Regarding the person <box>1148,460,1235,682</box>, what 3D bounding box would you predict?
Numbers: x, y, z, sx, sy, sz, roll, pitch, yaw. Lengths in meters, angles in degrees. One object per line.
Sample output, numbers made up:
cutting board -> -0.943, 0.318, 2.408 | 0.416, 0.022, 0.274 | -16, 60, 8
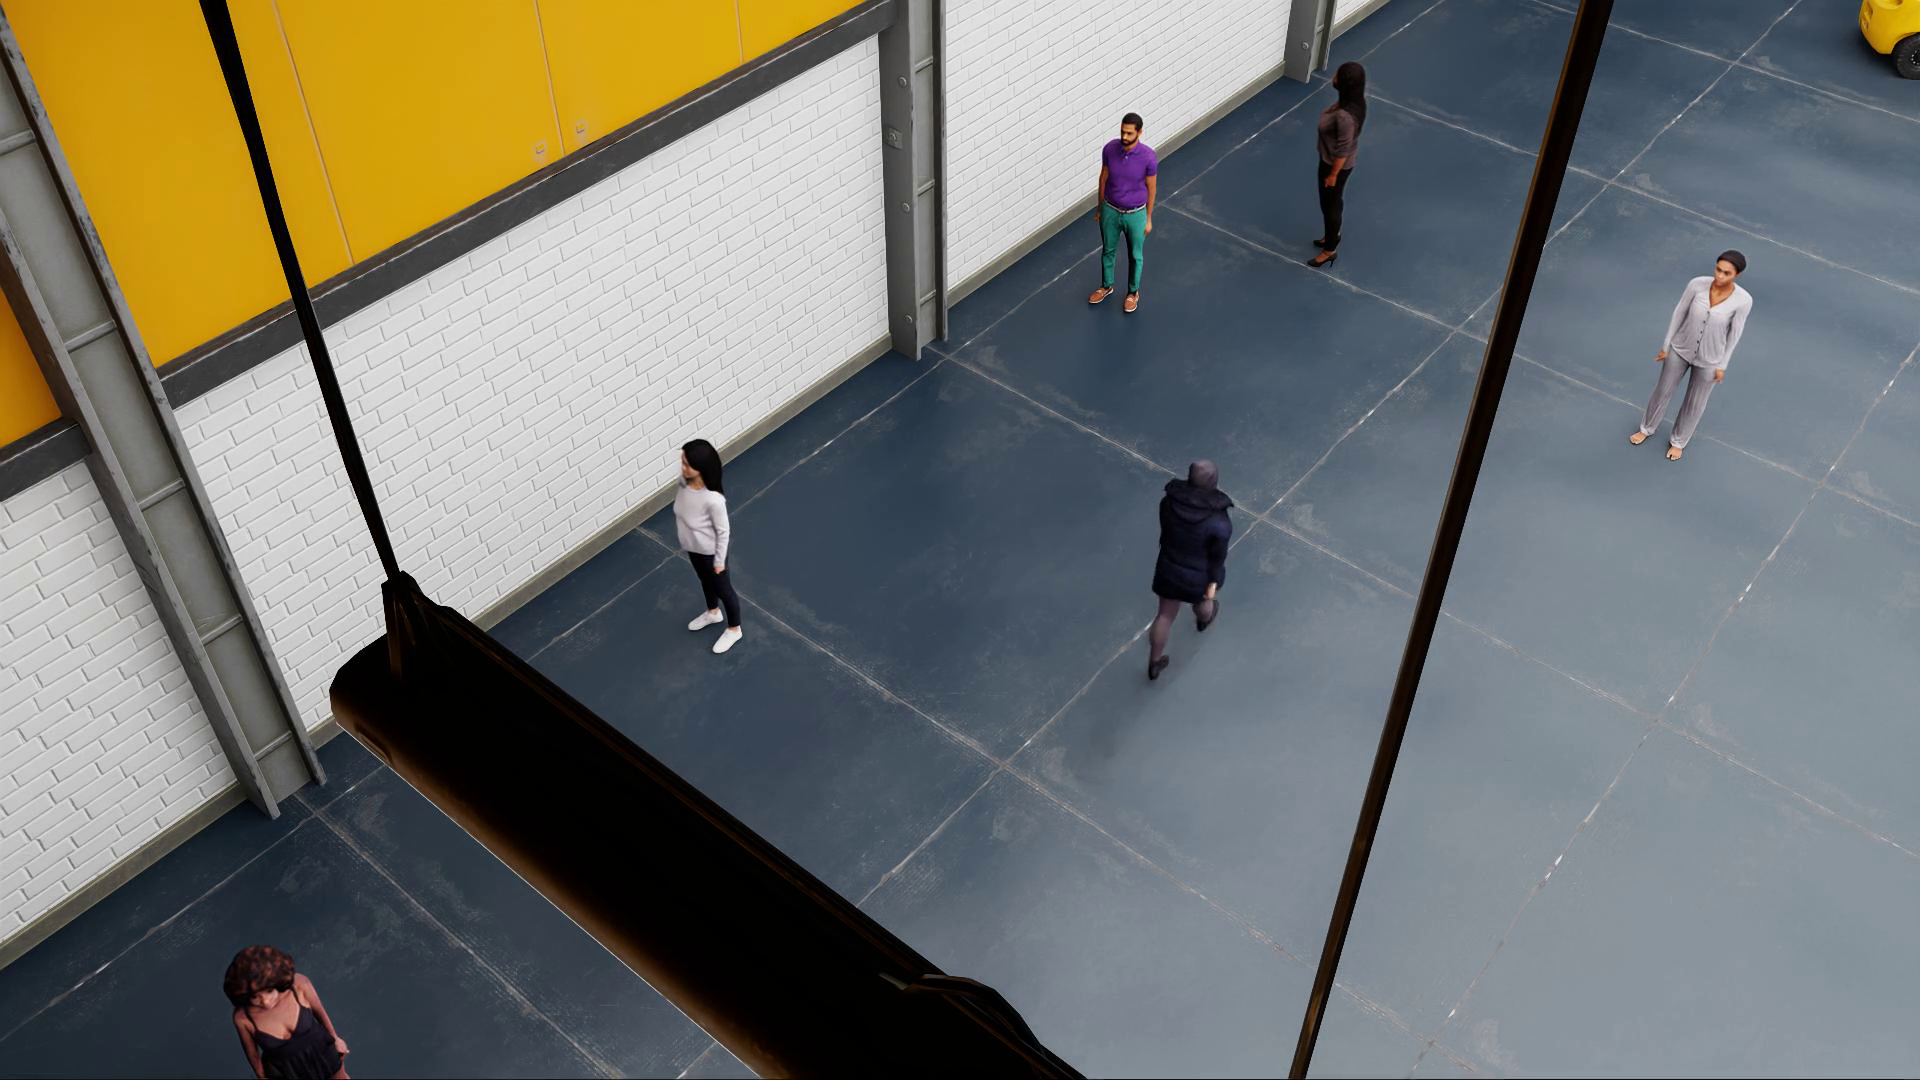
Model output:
person -> 1.408, 0.224, 10.558 | 0.740, 1.631, 1.089 | 25, 49, 24

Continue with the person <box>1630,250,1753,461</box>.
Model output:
person -> 5.393, -1.377, 12.162 | 0.647, 1.736, 0.532 | 27, 50, 26

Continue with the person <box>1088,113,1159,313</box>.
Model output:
person -> 1.344, -2.673, 13.500 | 0.690, 1.767, 0.636 | 16, 46, 17

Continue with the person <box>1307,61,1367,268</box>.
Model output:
person -> 3.170, -3.146, 13.944 | 0.795, 1.840, 0.662 | 13, 45, 13

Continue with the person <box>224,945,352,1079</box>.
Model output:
person -> -3.189, 2.508, 8.047 | 0.525, 1.788, 0.666 | -30, 51, -28

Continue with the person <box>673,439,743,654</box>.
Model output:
person -> -1.623, 0.017, 10.725 | 0.599, 1.700, 0.649 | -31, 52, -28
